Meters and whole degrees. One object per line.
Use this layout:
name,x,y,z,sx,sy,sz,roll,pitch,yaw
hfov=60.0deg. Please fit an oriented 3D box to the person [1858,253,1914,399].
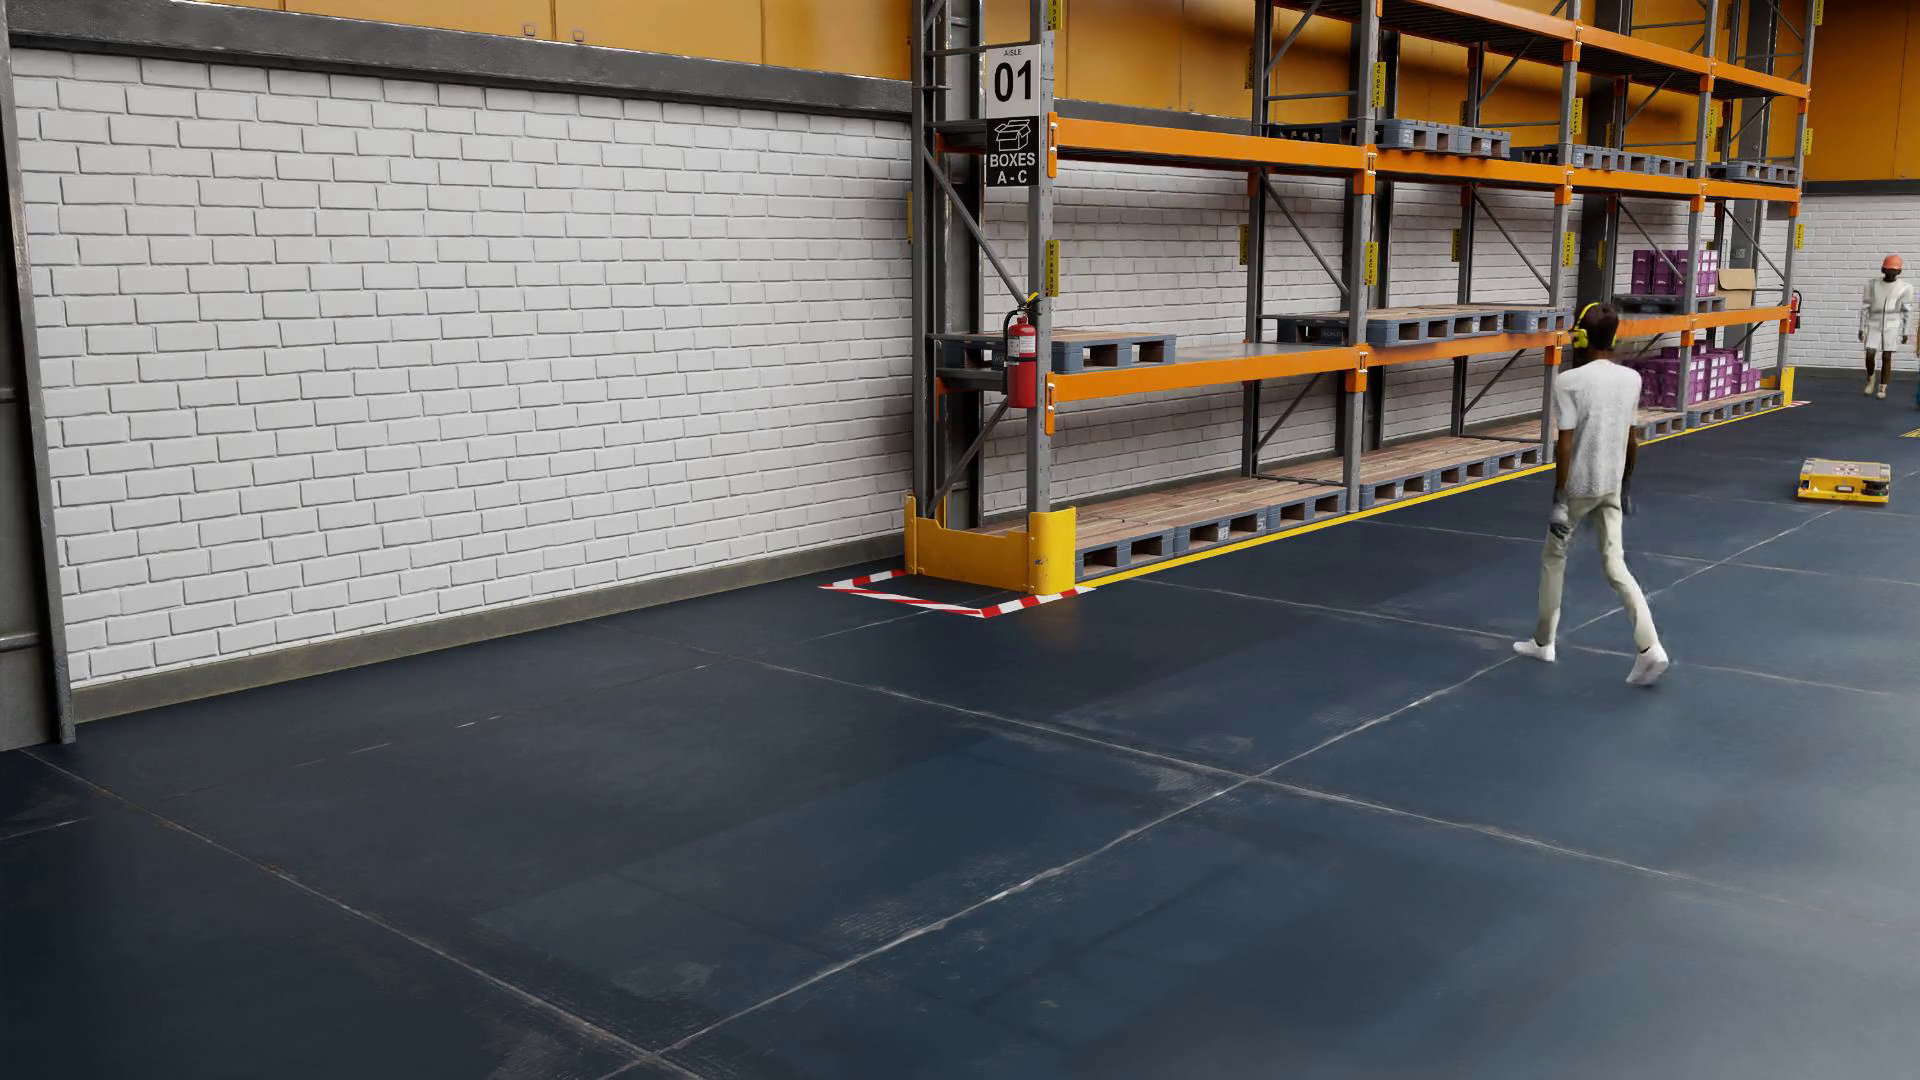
person,12.722,-2.932,22.889,0.630,2.003,0.562,6,12,32

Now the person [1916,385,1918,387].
person,13.631,-2.803,22.733,0.903,1.788,0.599,4,11,22

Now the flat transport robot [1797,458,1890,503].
flat transport robot,7.467,-0.512,14.029,0.652,0.197,1.431,5,11,28

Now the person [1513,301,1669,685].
person,3.090,-0.234,8.036,0.530,1.834,0.952,-3,10,-17

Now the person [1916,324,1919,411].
person,12.293,-2.475,20.843,0.579,1.814,0.901,3,10,14
